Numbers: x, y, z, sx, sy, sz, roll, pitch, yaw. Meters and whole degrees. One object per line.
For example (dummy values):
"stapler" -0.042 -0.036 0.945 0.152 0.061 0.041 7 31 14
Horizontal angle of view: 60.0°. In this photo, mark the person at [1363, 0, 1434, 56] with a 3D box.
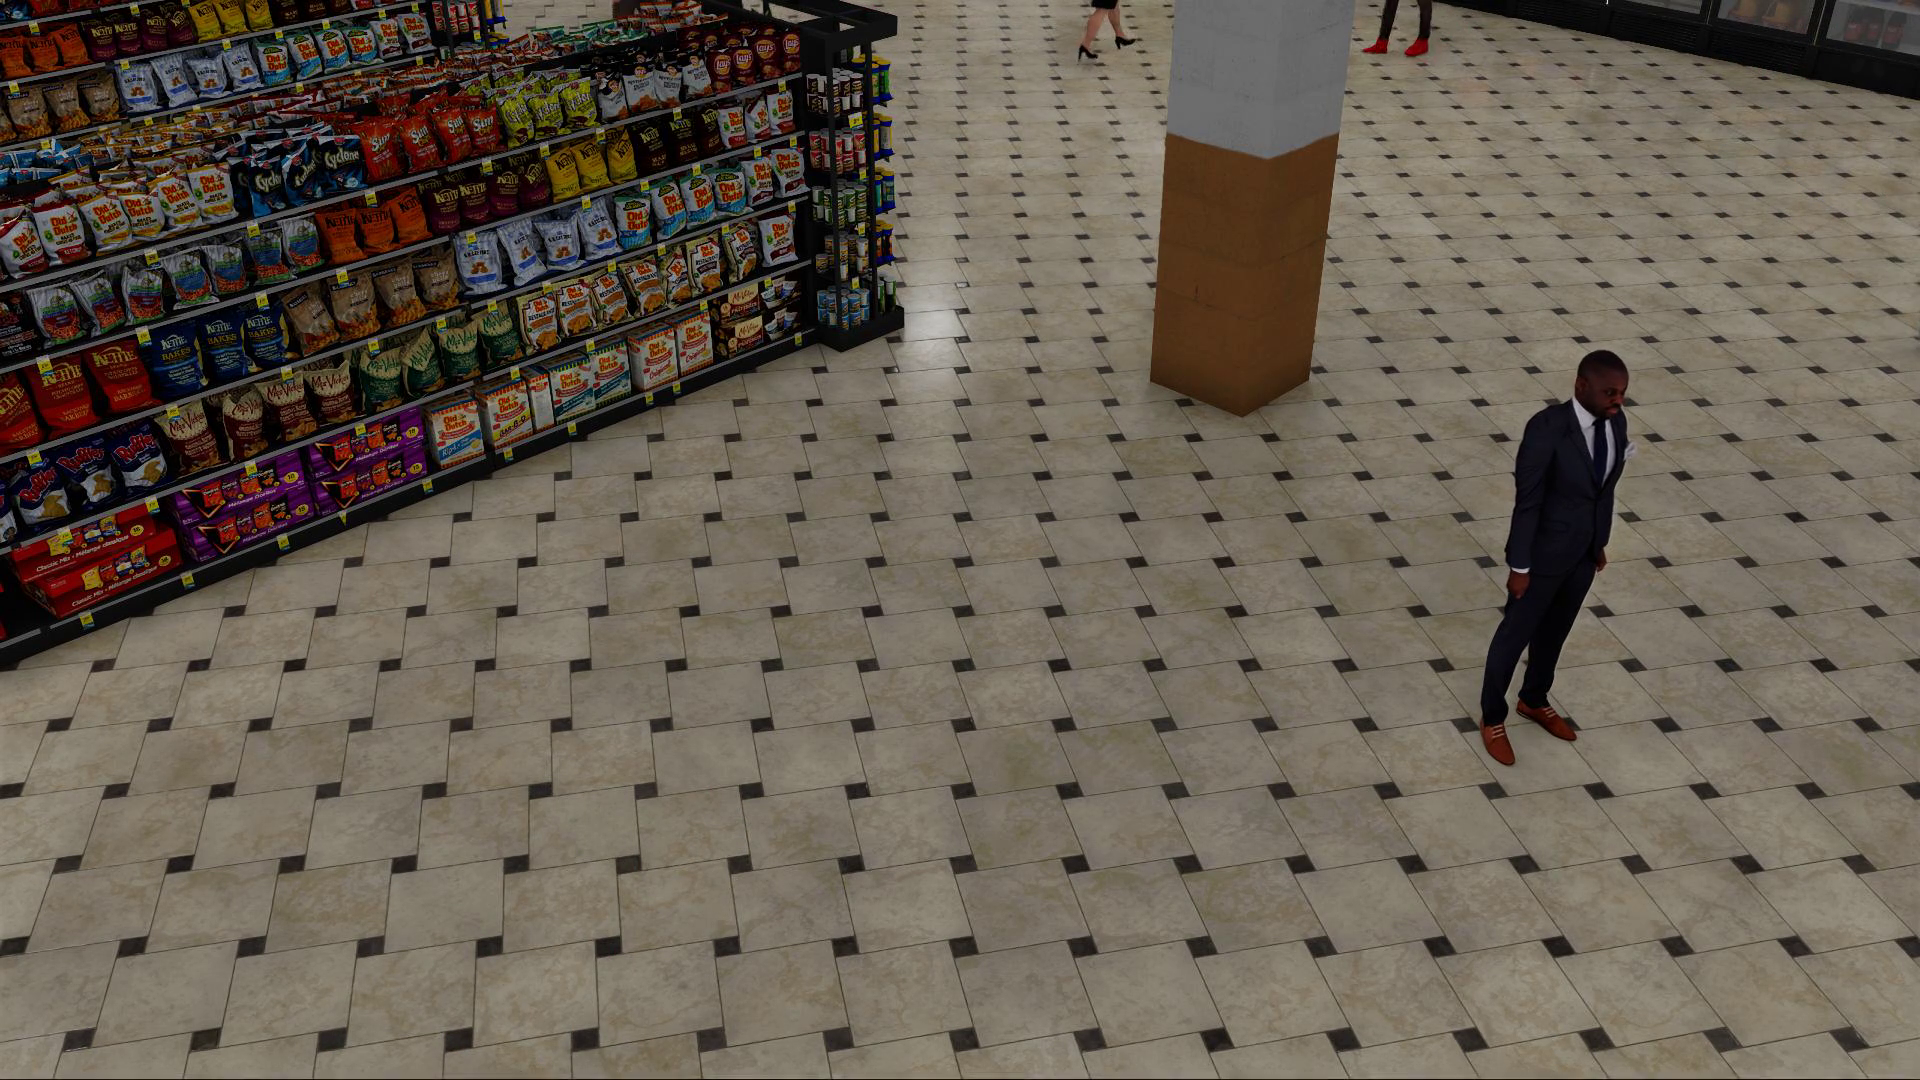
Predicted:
"person" 4.401 -5.495 15.772 0.995 1.775 0.757 -23 39 -32

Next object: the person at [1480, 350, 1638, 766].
"person" 2.438 0.048 6.817 0.662 1.823 0.821 -15 35 -22

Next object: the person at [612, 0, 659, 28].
"person" -2.852 -4.907 14.792 1.198 1.811 0.951 -17 36 -25

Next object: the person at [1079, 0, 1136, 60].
"person" 1.350 -5.321 15.629 1.087 1.630 0.814 -21 37 -30
